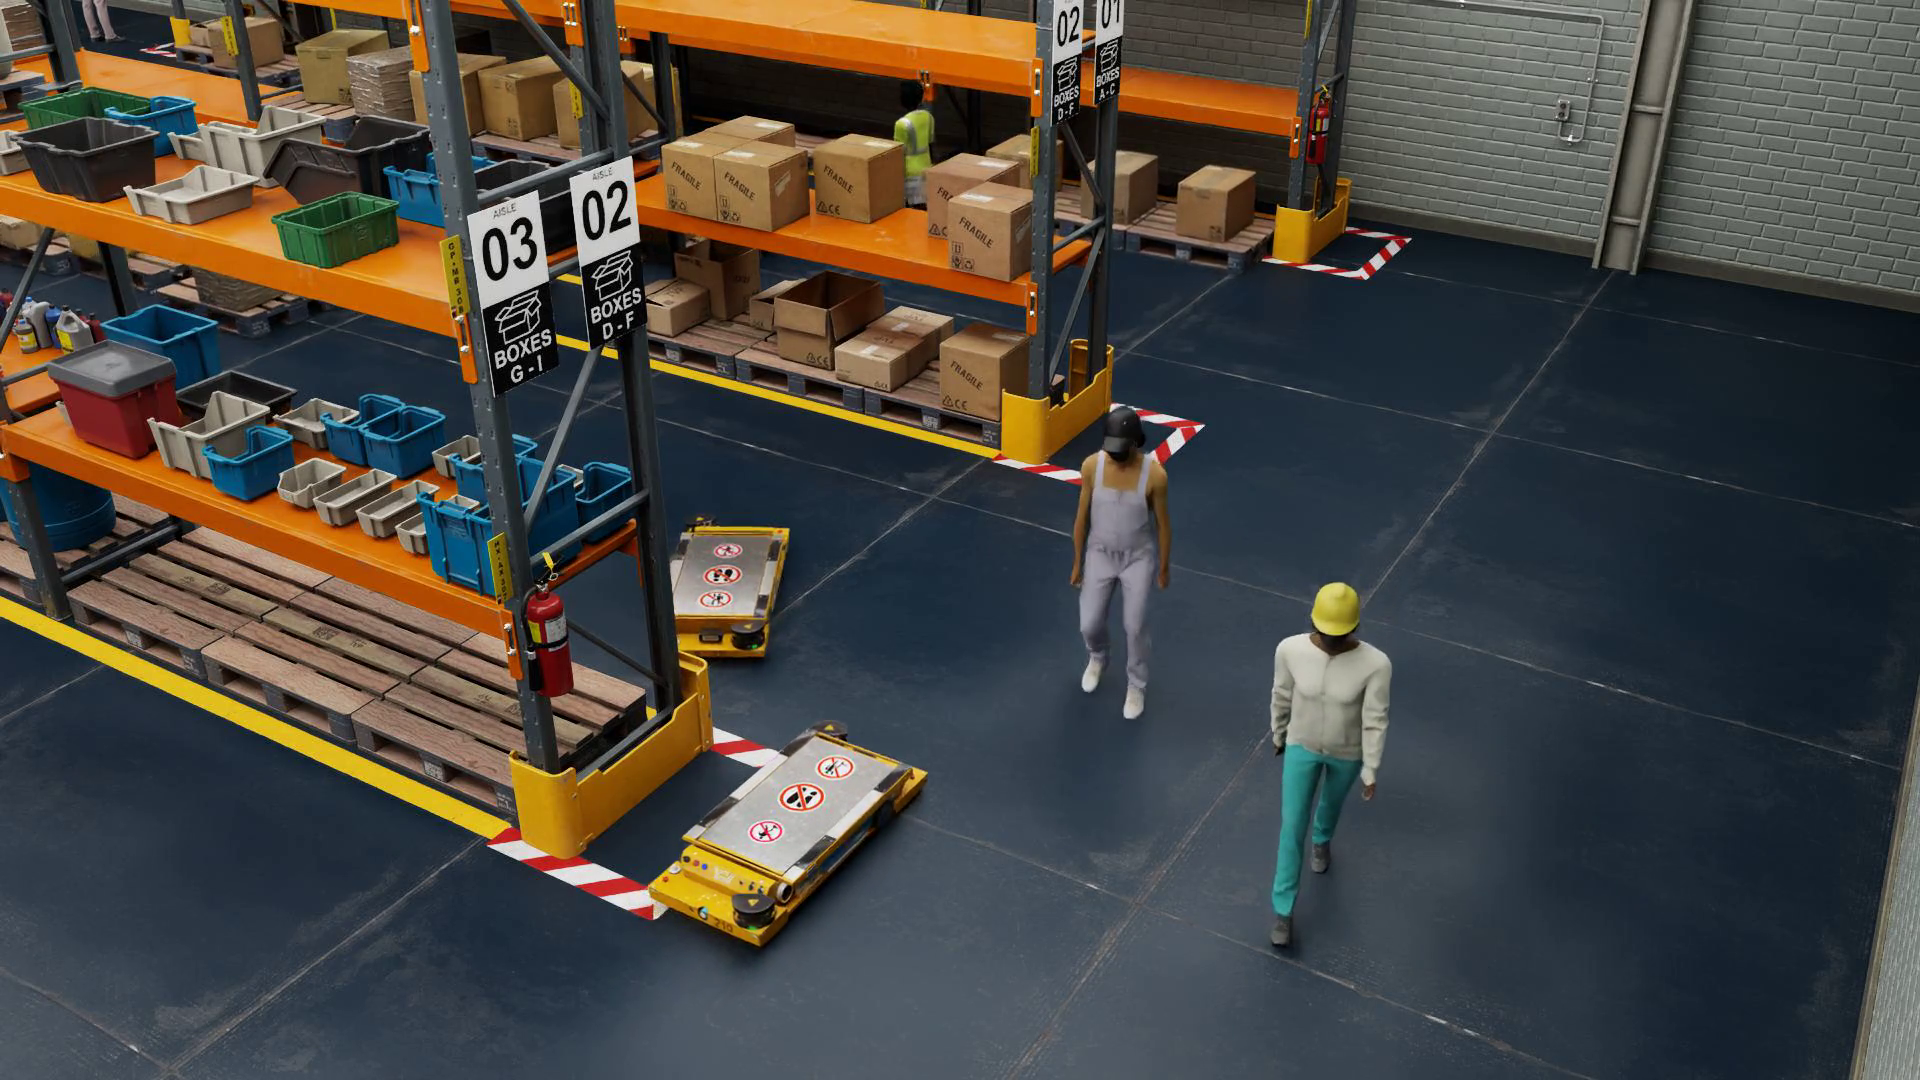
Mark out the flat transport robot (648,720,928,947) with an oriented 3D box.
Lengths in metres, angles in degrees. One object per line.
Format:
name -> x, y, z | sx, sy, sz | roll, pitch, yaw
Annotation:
flat transport robot -> -0.810, 1.393, 8.134 | 0.659, 0.231, 1.431 | 16, 33, 27

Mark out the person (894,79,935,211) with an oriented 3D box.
person -> -0.439, -3.413, 15.335 | 0.855, 1.650, 0.538 | 15, 32, 25

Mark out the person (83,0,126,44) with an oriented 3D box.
person -> -12.108, -7.845, 23.088 | 0.563, 1.847, 0.388 | 10, 31, 17

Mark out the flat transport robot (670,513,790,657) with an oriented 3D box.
flat transport robot -> -1.438, 0.267, 10.154 | 0.659, 0.231, 1.431 | 0, 29, 1

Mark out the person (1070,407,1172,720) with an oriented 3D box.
person -> 0.855, 0.123, 8.807 | 0.529, 1.841, 0.482 | 9, 30, 15

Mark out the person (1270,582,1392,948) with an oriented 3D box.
person -> 1.627, 0.944, 7.450 | 0.521, 1.714, 0.926 | 8, 30, 13
